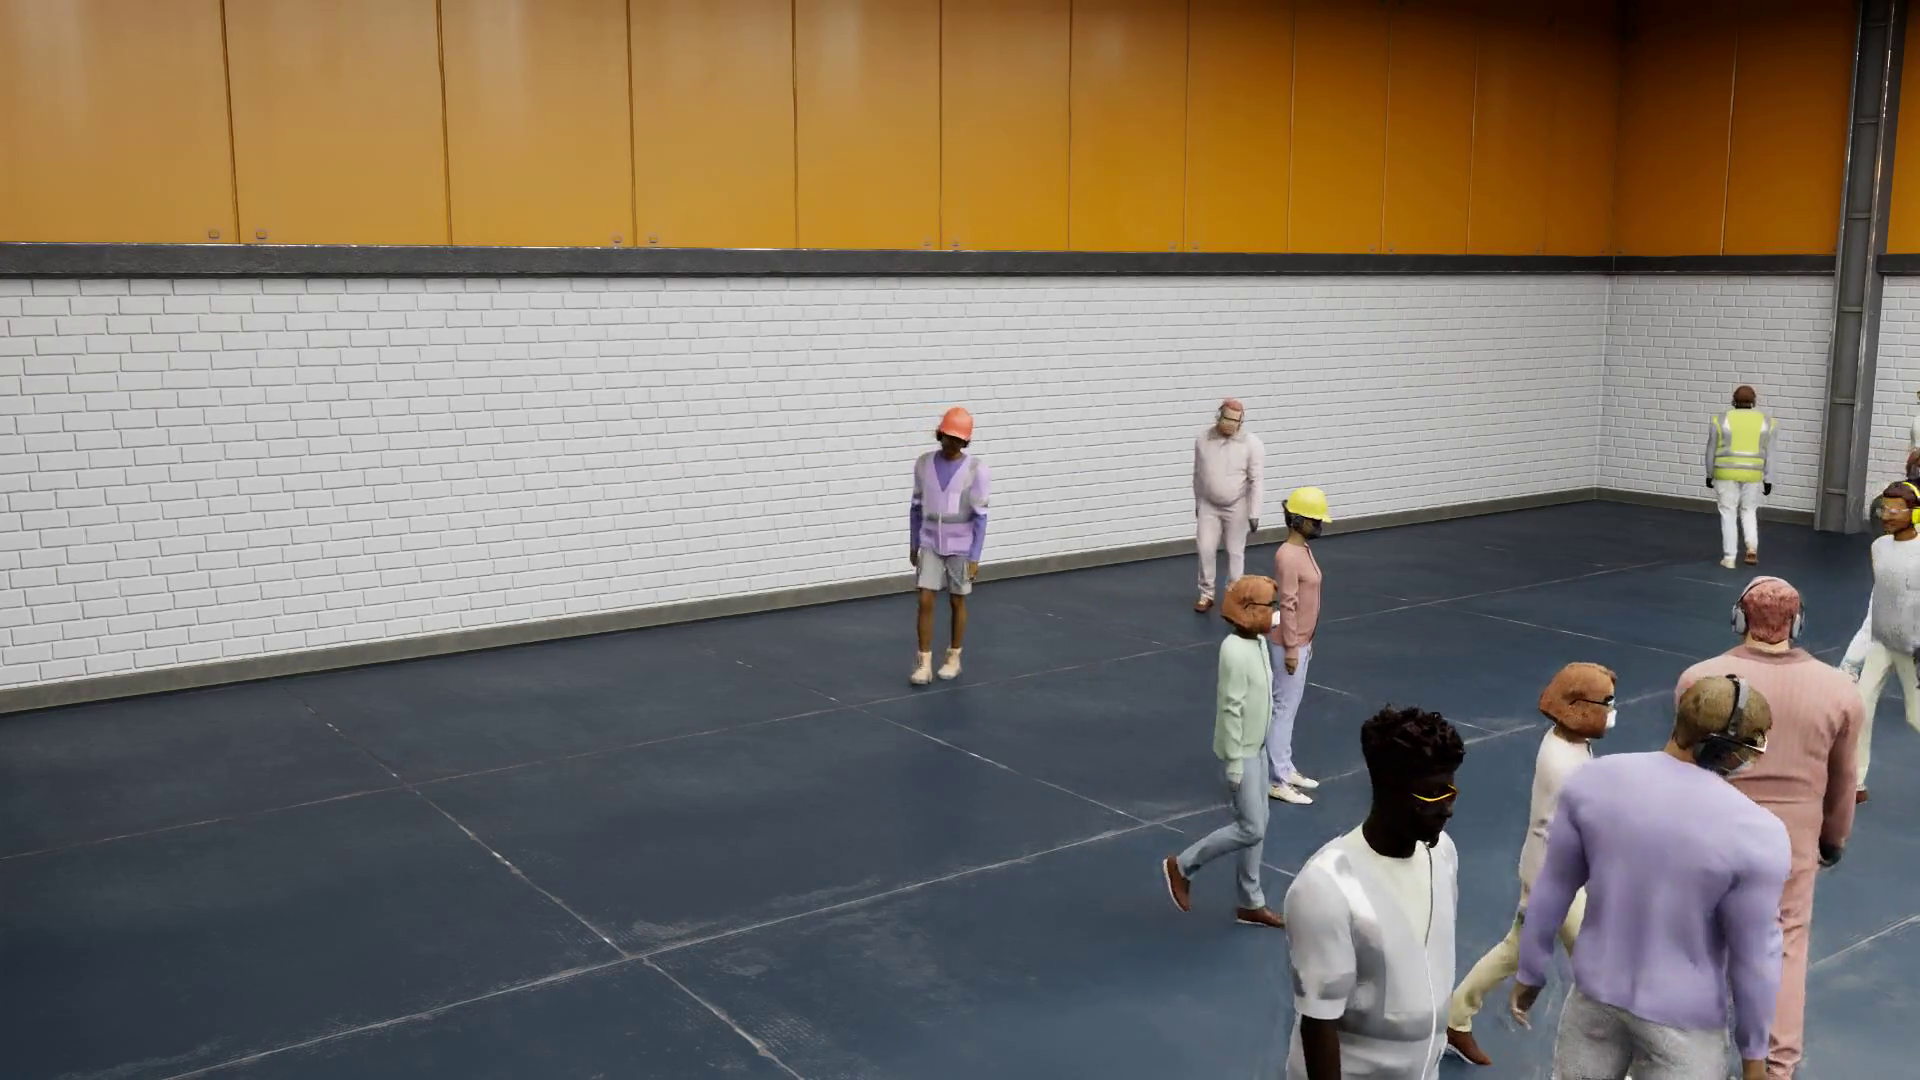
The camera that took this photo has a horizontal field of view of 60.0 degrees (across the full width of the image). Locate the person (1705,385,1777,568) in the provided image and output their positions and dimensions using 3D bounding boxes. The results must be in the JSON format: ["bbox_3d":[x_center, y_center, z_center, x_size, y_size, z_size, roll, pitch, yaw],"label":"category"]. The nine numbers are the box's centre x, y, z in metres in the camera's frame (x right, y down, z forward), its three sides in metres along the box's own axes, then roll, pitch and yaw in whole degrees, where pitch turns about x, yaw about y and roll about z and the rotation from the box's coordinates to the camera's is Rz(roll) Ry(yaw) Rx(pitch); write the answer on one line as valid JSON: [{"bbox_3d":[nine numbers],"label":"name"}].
[{"bbox_3d":[7.724,-0.624,16.517,0.625,1.824,0.449,2,9,11],"label":"person"}]

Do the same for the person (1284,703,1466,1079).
[{"bbox_3d":[1.040,1.335,4.170,0.610,1.911,1.027,-6,11,-34],"label":"person"}]

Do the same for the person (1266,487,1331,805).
[{"bbox_3d":[1.887,0.577,9.293,0.320,1.763,0.522,3,10,19],"label":"person"}]

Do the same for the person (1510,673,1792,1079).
[{"bbox_3d":[1.836,1.278,4.567,0.472,1.893,0.765,-8,12,-40],"label":"person"}]

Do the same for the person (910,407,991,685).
[{"bbox_3d":[-0.091,0.050,11.803,0.644,1.995,0.744,3,10,19],"label":"person"}]

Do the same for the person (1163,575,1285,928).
[{"bbox_3d":[1.227,0.946,7.423,0.495,1.618,0.520,4,10,24],"label":"person"}]

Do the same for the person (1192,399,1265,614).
[{"bbox_3d":[2.292,-0.279,14.234,0.663,1.868,0.594,4,10,24],"label":"person"}]

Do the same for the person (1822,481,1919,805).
[{"bbox_3d":[5.233,0.577,9.111,0.863,1.837,0.517,-3,10,-17],"label":"person"}]

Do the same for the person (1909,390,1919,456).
[{"bbox_3d":[9.142,-0.558,15.739,0.634,1.939,0.367,-7,11,-35],"label":"person"}]

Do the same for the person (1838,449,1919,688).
[{"bbox_3d":[6.309,0.263,11.131,0.626,1.802,0.951,-2,9,-11],"label":"person"}]

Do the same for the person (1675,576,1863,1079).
[{"bbox_3d":[2.921,1.050,6.098,0.665,1.853,1.022,2,9,12],"label":"person"}]

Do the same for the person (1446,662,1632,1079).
[{"bbox_3d":[2.104,1.198,5.964,0.830,1.591,0.495,4,10,23],"label":"person"}]
